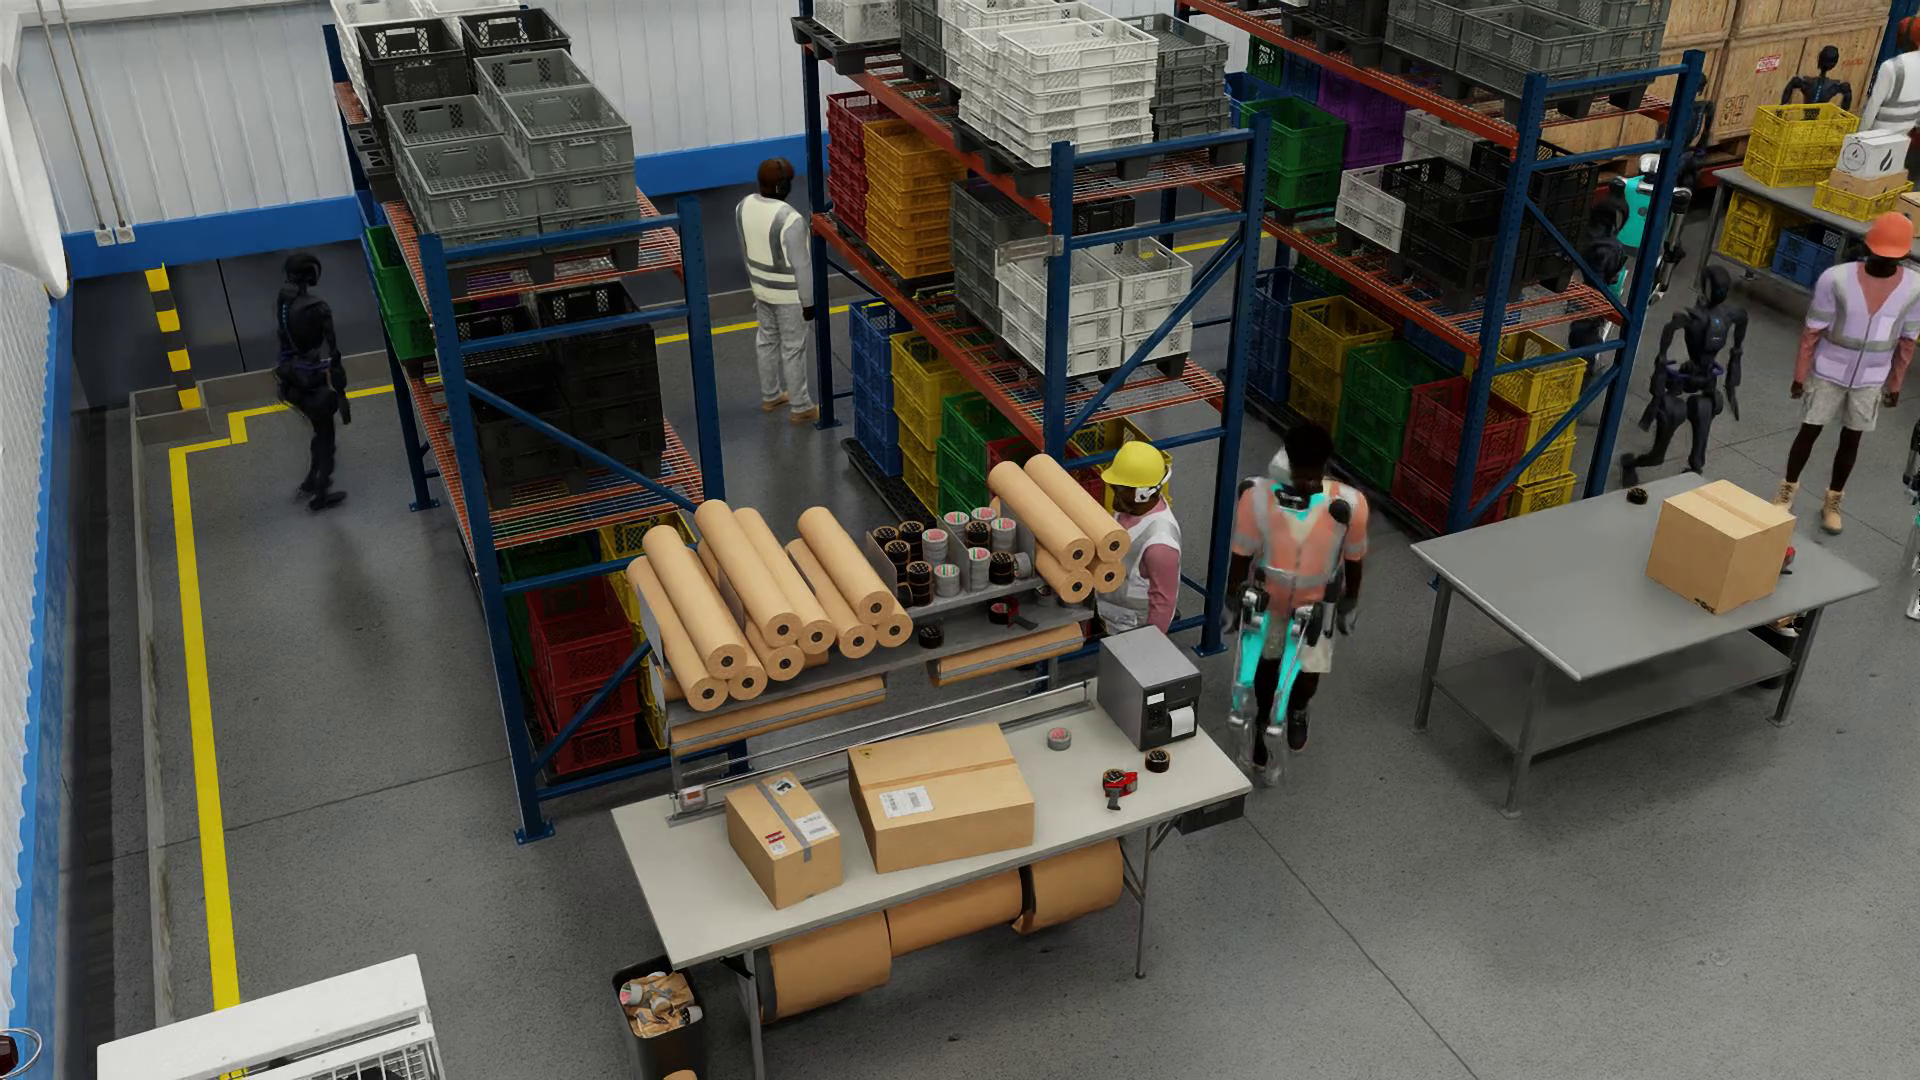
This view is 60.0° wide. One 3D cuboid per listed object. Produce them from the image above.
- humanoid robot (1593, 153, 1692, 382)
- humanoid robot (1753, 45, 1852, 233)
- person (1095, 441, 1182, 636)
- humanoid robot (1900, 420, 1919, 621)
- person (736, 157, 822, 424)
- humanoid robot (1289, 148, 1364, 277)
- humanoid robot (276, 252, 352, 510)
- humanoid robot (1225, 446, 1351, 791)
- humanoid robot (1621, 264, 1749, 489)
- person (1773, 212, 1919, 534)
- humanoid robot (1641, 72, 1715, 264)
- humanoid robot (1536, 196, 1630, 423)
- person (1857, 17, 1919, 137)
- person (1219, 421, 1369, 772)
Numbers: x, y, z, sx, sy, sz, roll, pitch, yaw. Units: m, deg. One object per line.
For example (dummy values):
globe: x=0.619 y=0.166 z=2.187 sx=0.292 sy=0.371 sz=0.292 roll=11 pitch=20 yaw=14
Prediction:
humanoid robot: x=4.727 y=-1.937 z=11.587 sx=0.533 sy=1.677 sz=0.735 roll=18 pitch=36 yaw=26
humanoid robot: x=7.130 y=-3.339 z=14.059 sx=0.592 sy=1.640 sz=0.406 roll=14 pitch=34 yaw=22
person: x=0.821 y=0.348 z=7.914 sx=0.404 sy=1.829 sz=0.599 roll=-5 pitch=32 yaw=-8
humanoid robot: x=5.542 y=-0.361 z=9.253 sx=0.548 sy=1.879 sz=0.803 roll=19 pitch=37 yaw=28
person: x=-1.189 y=-1.672 z=11.187 sx=0.626 sy=1.843 sz=0.429 roll=26 pitch=40 yaw=35
humanoid robot: x=2.891 y=-2.822 z=13.196 sx=1.020 sy=1.766 sz=0.536 roll=3 pitch=32 yaw=4
humanoid robot: x=-3.997 y=-0.970 z=10.205 sx=0.602 sy=1.638 sz=0.409 roll=20 pitch=37 yaw=29
humanoid robot: x=1.461 y=0.451 z=7.817 sx=0.530 sy=1.778 sz=0.638 roll=14 pitch=34 yaw=21
humanoid robot: x=4.453 y=-0.915 z=10.133 sx=0.611 sy=1.638 sz=0.627 roll=-5 pitch=32 yaw=-7
person: x=5.285 y=-0.980 z=9.888 sx=0.606 sy=2.034 sz=0.410 roll=10 pitch=33 yaw=16
humanoid robot: x=5.851 y=-3.003 z=13.527 sx=0.585 sy=1.640 sz=0.485 roll=-12 pitch=34 yaw=-19
humanoid robot: x=4.176 y=-1.497 z=11.095 sx=0.380 sy=1.655 sz=0.596 roll=10 pitch=33 yaw=16
person: x=7.970 y=-3.538 z=14.214 sx=0.650 sy=1.842 sz=0.649 roll=-6 pitch=32 yaw=-9
person: x=1.565 y=0.290 z=7.896 sx=0.628 sy=1.943 sz=0.436 roll=9 pitch=33 yaw=14
